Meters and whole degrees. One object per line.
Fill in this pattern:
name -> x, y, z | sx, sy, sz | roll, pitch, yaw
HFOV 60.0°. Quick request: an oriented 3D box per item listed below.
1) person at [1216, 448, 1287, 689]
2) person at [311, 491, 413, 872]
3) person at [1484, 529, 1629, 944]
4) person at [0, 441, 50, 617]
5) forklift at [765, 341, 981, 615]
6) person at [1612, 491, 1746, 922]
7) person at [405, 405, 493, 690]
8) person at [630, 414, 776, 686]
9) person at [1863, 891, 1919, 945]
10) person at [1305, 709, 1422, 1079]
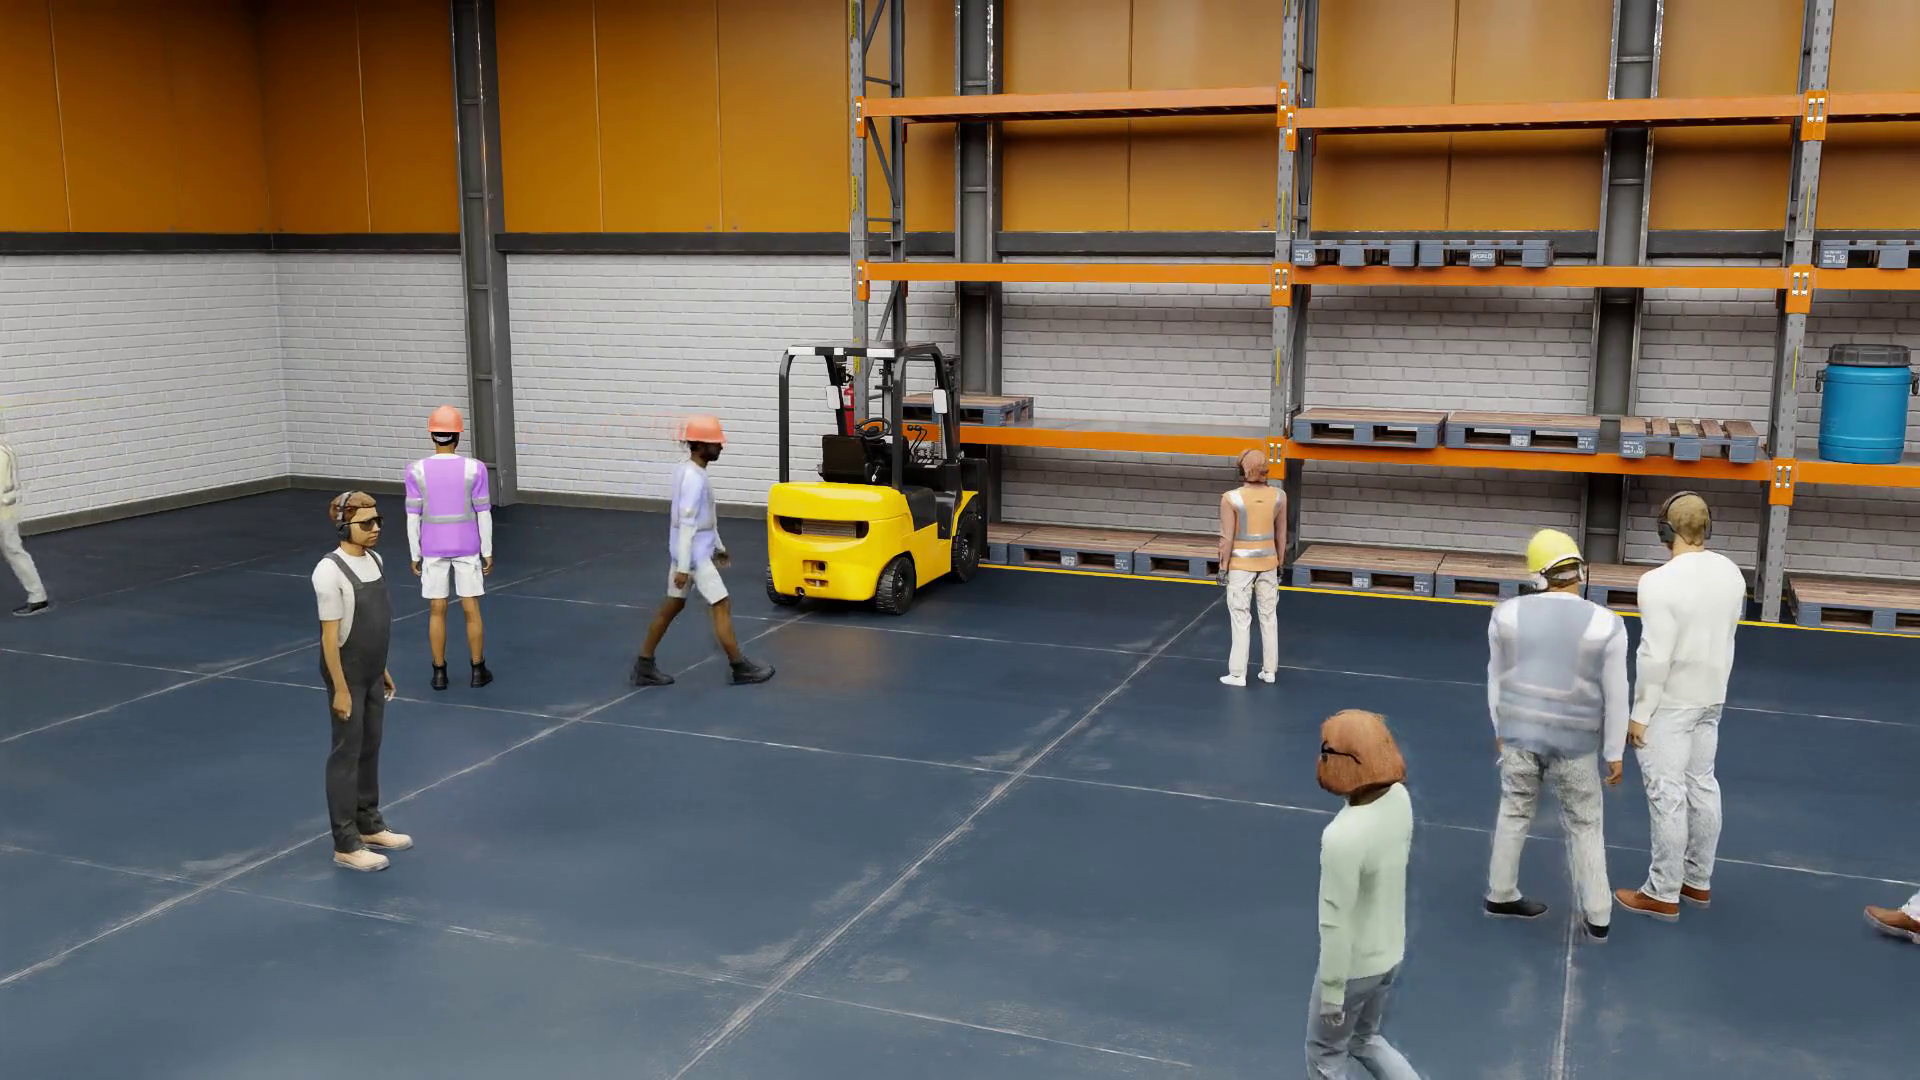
person -> 1.989, 0.196, 11.348 | 0.522, 1.638, 0.310 | -4, 11, -20
person -> -2.925, 0.672, 8.118 | 0.351, 1.847, 0.507 | 2, 10, 9
person -> 2.602, 0.853, 7.280 | 0.611, 1.794, 0.439 | 7, 12, 33
person -> -7.783, -0.217, 13.251 | 0.616, 1.782, 0.923 | 7, 13, 36
forklift -> -0.739, -0.602, 14.246 | 1.214, 2.155, 2.313 | 4, 11, 21
person -> 3.222, 0.744, 7.465 | 0.630, 1.936, 0.369 | -6, 12, -31
person -> -3.457, 0.054, 11.303 | 0.552, 1.936, 0.360 | -2, 10, -12
person -> -1.814, 0.083, 11.313 | 0.985, 1.892, 0.552 | -3, 11, -16
person -> 4.199, 0.860, 6.893 | 0.874, 1.904, 0.660 | 8, 13, 38
person -> 1.281, 1.314, 5.149 | 0.538, 1.616, 0.503 | 9, 13, 40
